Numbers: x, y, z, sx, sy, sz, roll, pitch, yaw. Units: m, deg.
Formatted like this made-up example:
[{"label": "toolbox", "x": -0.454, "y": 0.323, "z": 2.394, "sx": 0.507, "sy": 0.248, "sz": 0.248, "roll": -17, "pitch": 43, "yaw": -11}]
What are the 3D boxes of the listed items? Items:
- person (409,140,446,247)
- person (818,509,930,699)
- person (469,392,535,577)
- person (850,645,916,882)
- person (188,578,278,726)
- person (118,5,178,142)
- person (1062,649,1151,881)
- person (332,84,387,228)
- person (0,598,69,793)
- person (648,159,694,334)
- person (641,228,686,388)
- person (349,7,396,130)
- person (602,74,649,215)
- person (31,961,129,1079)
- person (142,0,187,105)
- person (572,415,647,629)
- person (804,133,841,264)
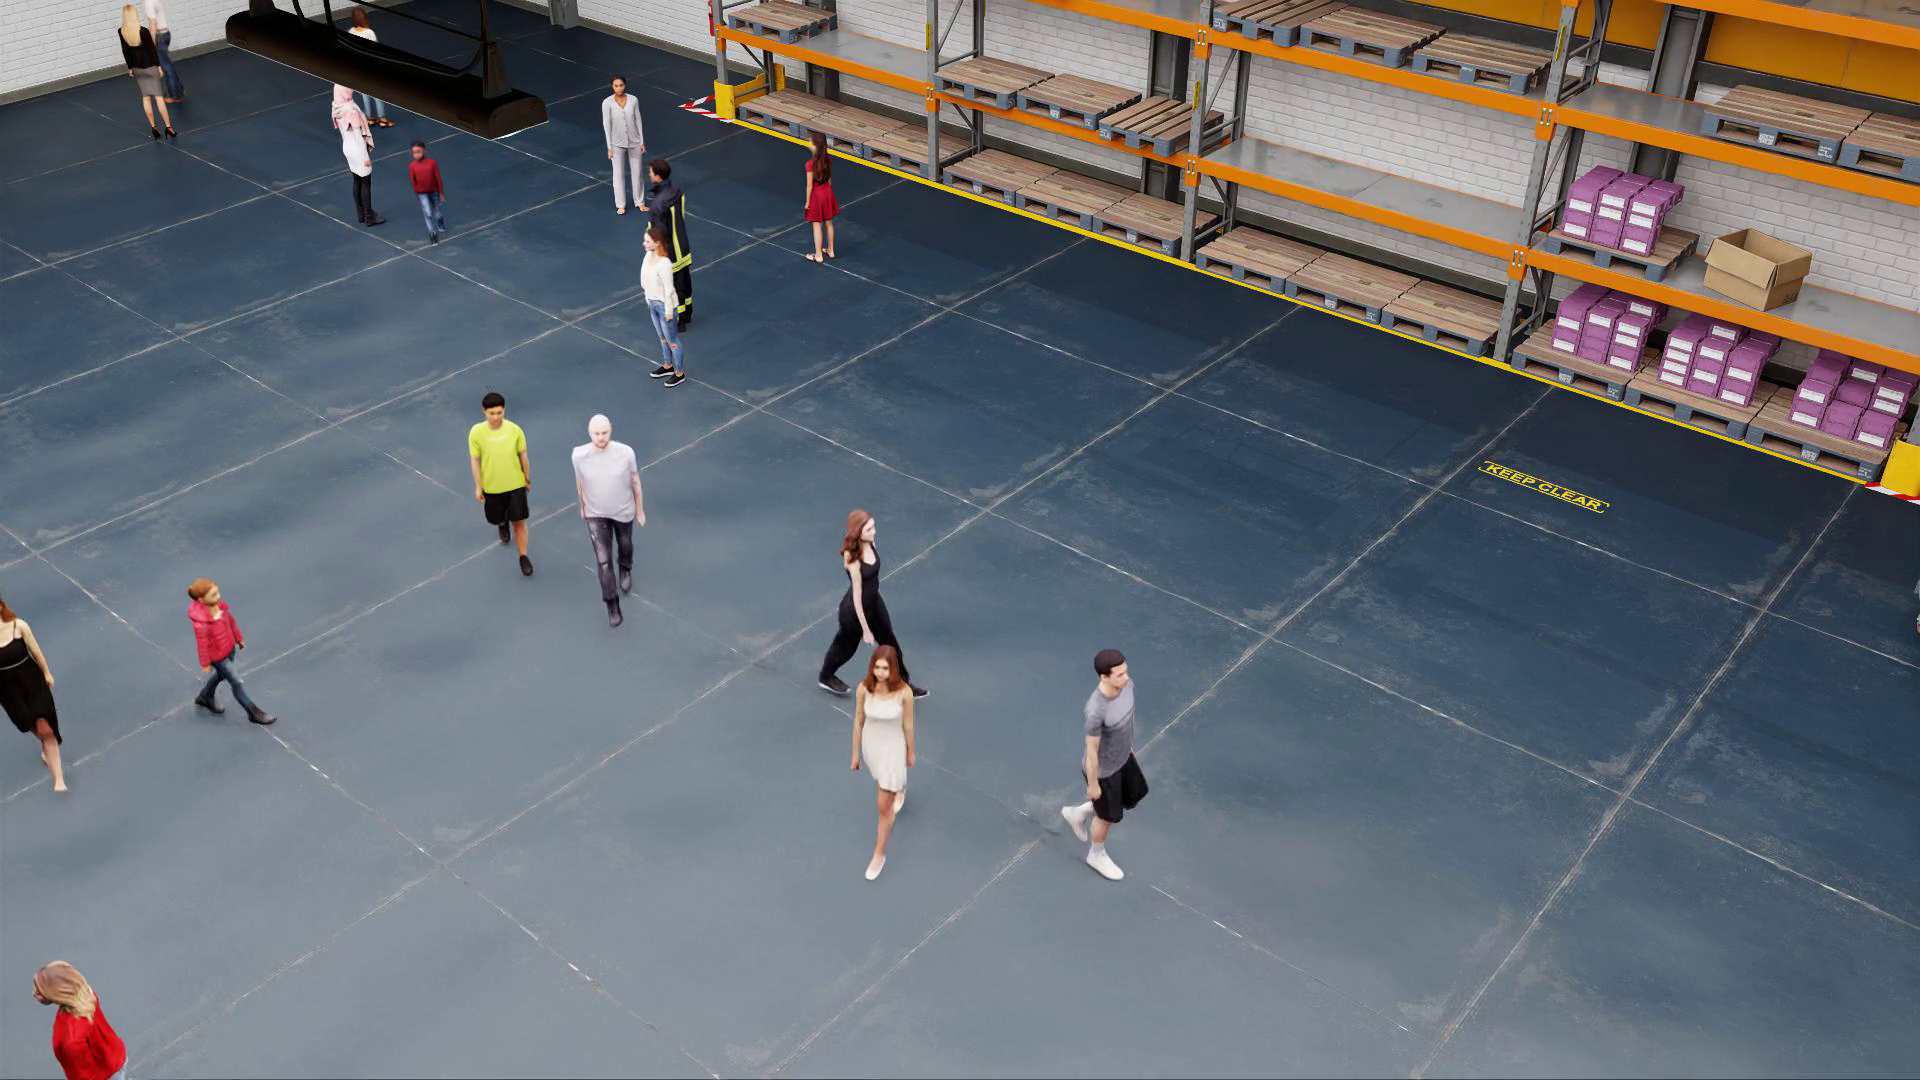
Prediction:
[{"label": "person", "x": -6.442, "y": -4.259, "z": 20.175, "sx": 0.799, "sy": 1.237, "sz": 0.947, "roll": -11, "pitch": 35, "yaw": -15}, {"label": "person", "x": -0.835, "y": 0.517, "z": 12.576, "sx": 1.211, "sy": 1.694, "sz": 0.872, "roll": 12, "pitch": 36, "yaw": 18}, {"label": "person", "x": -3.906, "y": -0.532, "z": 14.159, "sx": 0.937, "sy": 1.689, "sz": 1.049, "roll": -9, "pitch": 35, "yaw": -13}, {"label": "person", "x": -0.495, "y": 1.369, "z": 11.316, "sx": 1.167, "sy": 1.670, "sz": 0.935, "roll": 10, "pitch": 35, "yaw": 15}, {"label": "person", "x": -5.600, "y": 0.840, "z": 12.458, "sx": 0.978, "sy": 1.287, "sz": 0.804, "roll": 4, "pitch": 34, "yaw": 6}, {"label": "person", "x": -11.211, "y": -6.429, "z": 22.894, "sx": 0.686, "sy": 1.840, "sz": 0.756, "roll": -1, "pitch": 34, "yaw": -2}, {"label": "person", "x": 0.909, "y": 1.434, "z": 11.051, "sx": 0.791, "sy": 1.856, "sz": 0.682, "roll": 23, "pitch": 40, "yaw": 30}, {"label": "person", "x": -7.407, "y": -4.740, "z": 20.387, "sx": 0.526, "sy": 1.804, "sz": 0.685, "roll": 28, "pitch": 43, "yaw": 35}, {"label": "person", "x": -6.751, "y": 1.007, "z": 11.939, "sx": 0.879, "sy": 1.584, "sz": 1.137, "roll": -16, "pitch": 37, "yaw": -22}, {"label": "person", "x": -3.122, "y": -3.188, "z": 17.939, "sx": 0.862, "sy": 1.928, "sz": 0.883, "roll": 7, "pitch": 34, "yaw": 10}, {"label": "person", "x": -3.027, "y": -2.383, "z": 16.942, "sx": 0.731, "sy": 1.692, "sz": 0.576, "roll": -22, "pitch": 39, "yaw": -29}, {"label": "person", "x": -8.293, "y": -6.620, "z": 23.325, "sx": 0.586, "sy": 1.681, "sz": 0.745, "roll": 13, "pitch": 36, "yaw": 18}, {"label": "person", "x": -4.189, "y": -4.969, "z": 20.792, "sx": 0.714, "sy": 1.737, "sz": 0.699, "roll": -13, "pitch": 36, "yaw": -19}, {"label": "person", "x": -4.560, "y": 2.886, "z": 9.012, "sx": 0.891, "sy": 1.694, "sz": 0.861, "roll": -10, "pitch": 35, "yaw": -15}, {"label": "person", "x": -11.581, "y": -7.295, "z": 24.187, "sx": 0.849, "sy": 1.851, "sz": 0.743, "roll": -12, "pitch": 35, "yaw": -17}, {"label": "person", "x": -2.861, "y": -0.263, "z": 13.672, "sx": 1.161, "sy": 1.780, "sz": 1.282, "roll": -6, "pitch": 34, "yaw": -9}, {"label": "person", "x": -1.645, "y": -4.034, "z": 19.553, "sx": 0.557, "sy": 1.551, "sz": 0.618, "roll": -29, "pitch": 43, "yaw": -36}]
